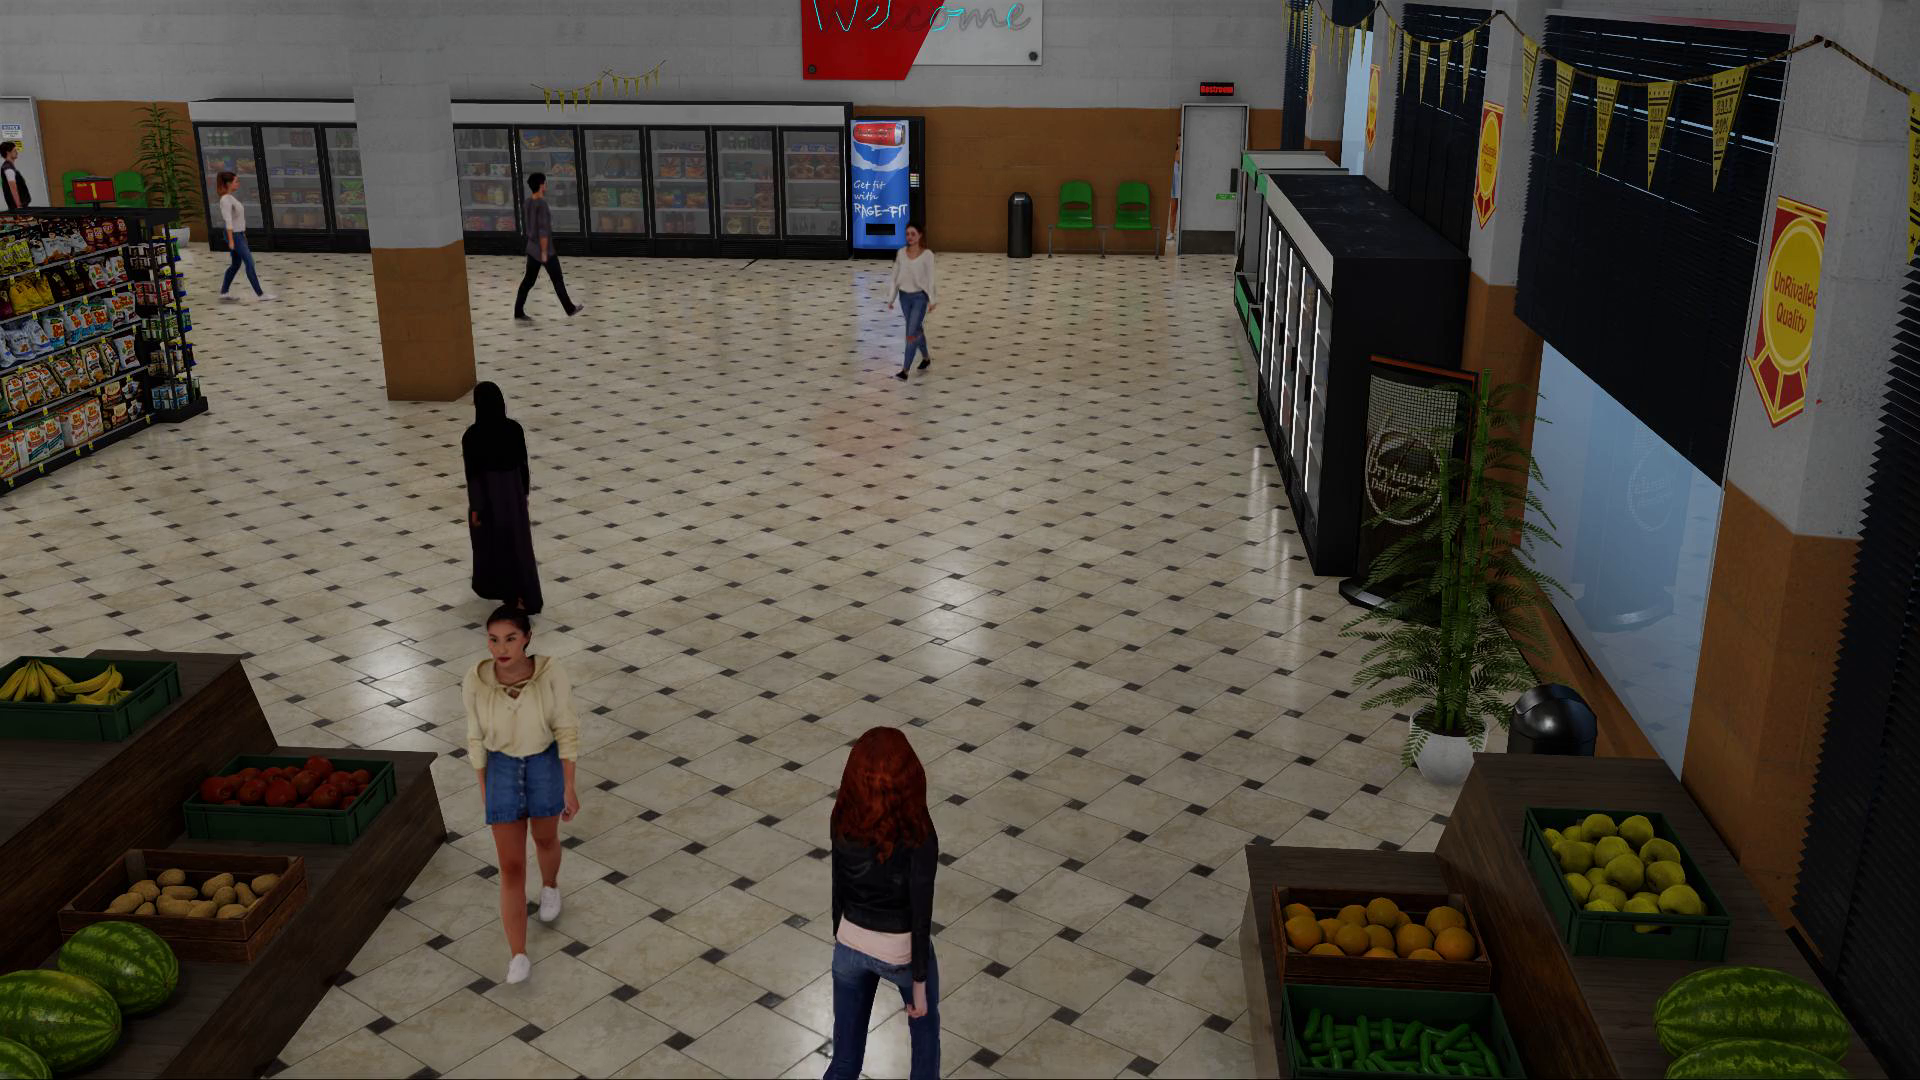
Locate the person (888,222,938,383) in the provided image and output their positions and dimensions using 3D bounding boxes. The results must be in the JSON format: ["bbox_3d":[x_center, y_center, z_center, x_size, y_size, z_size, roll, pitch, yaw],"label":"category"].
[{"bbox_3d":[-0.462,-2.524,17.713,0.922,1.639,1.224,9,21,25],"label":"person"}]

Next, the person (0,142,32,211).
[{"bbox_3d":[-13.924,-4.893,24.421,0.964,1.841,0.920,-11,22,-30],"label":"person"}]

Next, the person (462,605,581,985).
[{"bbox_3d":[-1.869,1.033,7.252,0.853,1.581,1.178,-4,19,-11],"label":"person"}]

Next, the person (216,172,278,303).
[{"bbox_3d":[-9.602,-3.957,21.869,0.910,1.698,1.000,-5,19,-15],"label":"person"}]

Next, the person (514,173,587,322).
[{"bbox_3d":[-5.253,-3.549,20.492,1.173,1.805,1.291,17,25,41],"label":"person"}]

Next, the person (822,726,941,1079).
[{"bbox_3d":[-0.316,1.504,5.600,0.945,1.746,1.296,9,21,25],"label":"person"}]

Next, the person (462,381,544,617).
[{"bbox_3d":[-3.027,-0.252,11.021,1.029,1.609,1.169,-12,22,-32],"label":"person"}]
